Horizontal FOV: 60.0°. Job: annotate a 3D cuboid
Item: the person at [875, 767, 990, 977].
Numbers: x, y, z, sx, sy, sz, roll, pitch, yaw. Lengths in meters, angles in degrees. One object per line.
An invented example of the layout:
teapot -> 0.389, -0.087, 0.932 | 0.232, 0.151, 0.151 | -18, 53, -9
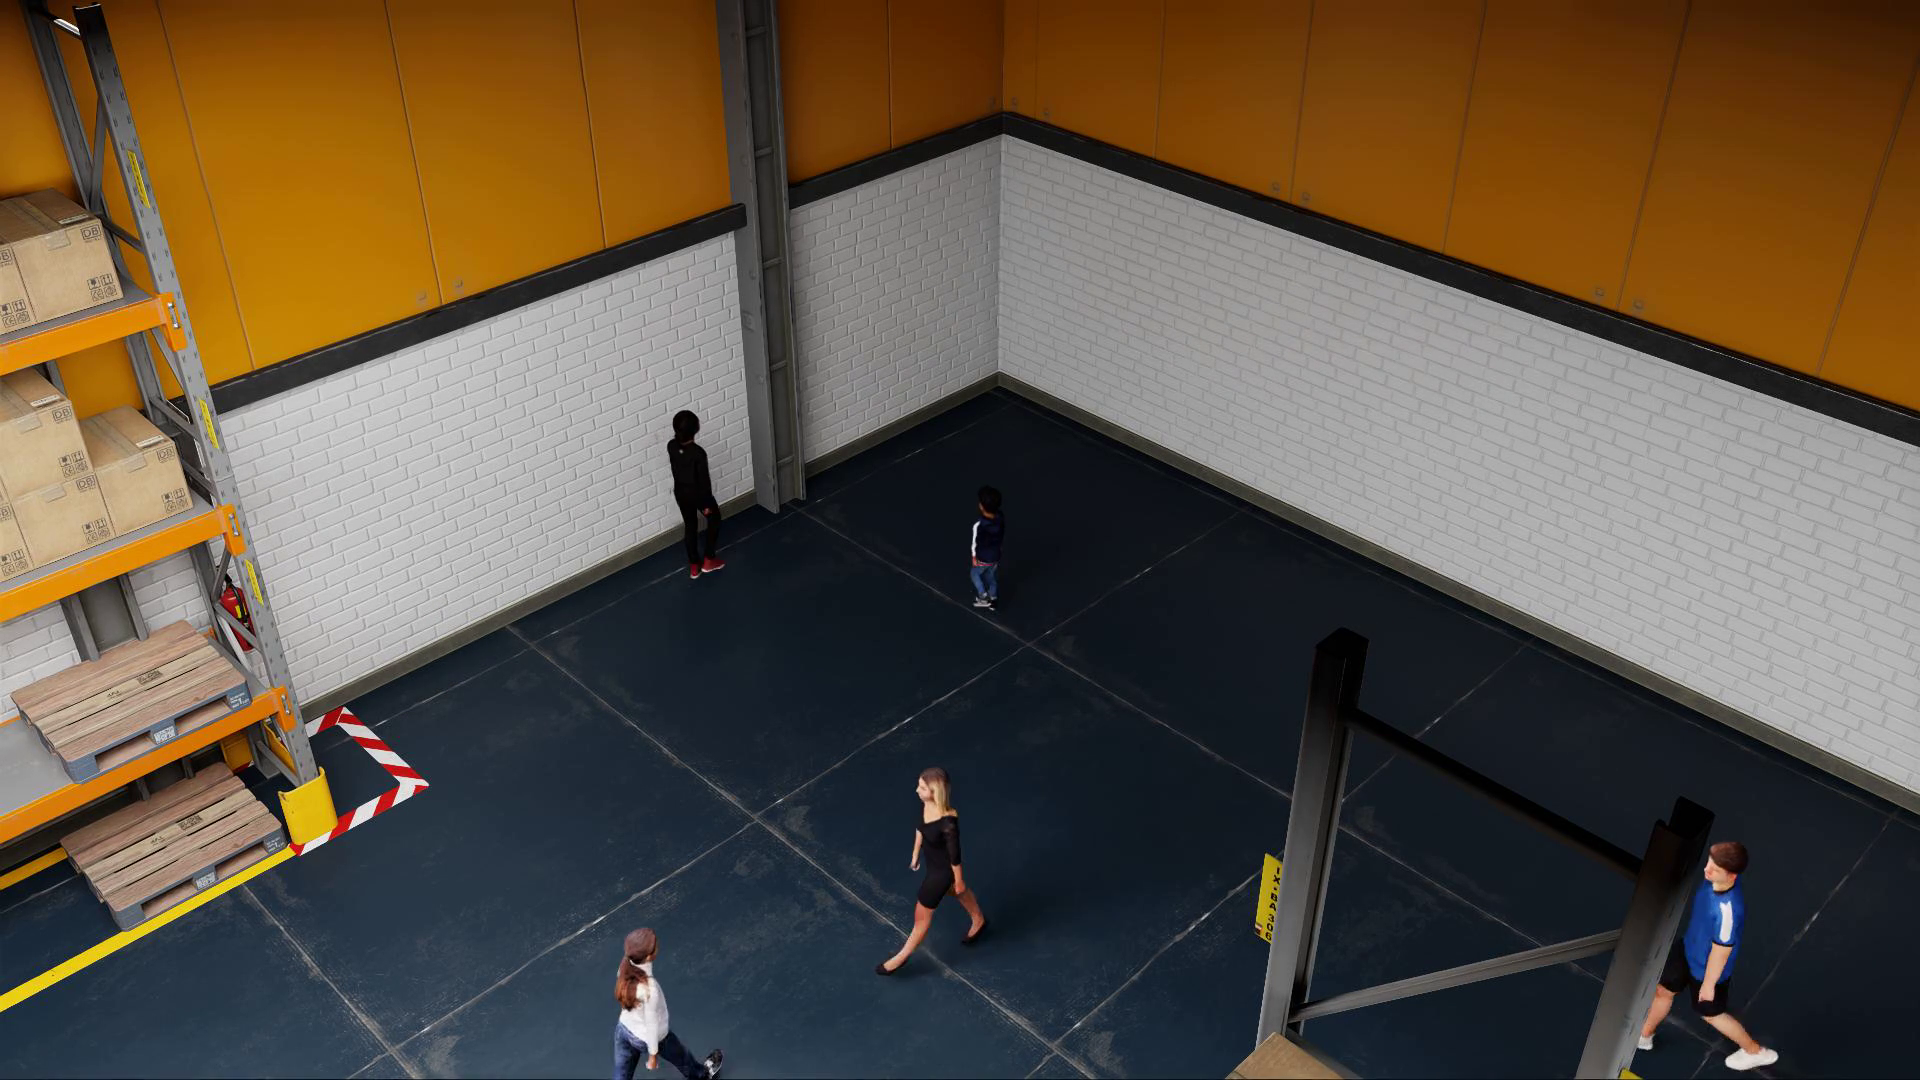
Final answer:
person -> -0.050, 2.119, 10.835 | 1.148, 1.620, 0.845 | -13, 36, -19

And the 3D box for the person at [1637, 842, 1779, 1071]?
person -> 4.601, 2.535, 10.017 | 1.238, 1.833, 1.247 | 4, 34, 7

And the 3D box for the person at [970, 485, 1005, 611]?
person -> 0.262, 0.106, 14.231 | 0.447, 1.213, 0.604 | -25, 41, -32

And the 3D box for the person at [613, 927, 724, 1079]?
person -> -1.917, 2.947, 9.693 | 0.598, 1.506, 1.132 | 24, 40, 31

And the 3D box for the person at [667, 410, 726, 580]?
person -> -2.371, -0.359, 14.527 | 0.679, 1.661, 0.680 | 16, 37, 22
